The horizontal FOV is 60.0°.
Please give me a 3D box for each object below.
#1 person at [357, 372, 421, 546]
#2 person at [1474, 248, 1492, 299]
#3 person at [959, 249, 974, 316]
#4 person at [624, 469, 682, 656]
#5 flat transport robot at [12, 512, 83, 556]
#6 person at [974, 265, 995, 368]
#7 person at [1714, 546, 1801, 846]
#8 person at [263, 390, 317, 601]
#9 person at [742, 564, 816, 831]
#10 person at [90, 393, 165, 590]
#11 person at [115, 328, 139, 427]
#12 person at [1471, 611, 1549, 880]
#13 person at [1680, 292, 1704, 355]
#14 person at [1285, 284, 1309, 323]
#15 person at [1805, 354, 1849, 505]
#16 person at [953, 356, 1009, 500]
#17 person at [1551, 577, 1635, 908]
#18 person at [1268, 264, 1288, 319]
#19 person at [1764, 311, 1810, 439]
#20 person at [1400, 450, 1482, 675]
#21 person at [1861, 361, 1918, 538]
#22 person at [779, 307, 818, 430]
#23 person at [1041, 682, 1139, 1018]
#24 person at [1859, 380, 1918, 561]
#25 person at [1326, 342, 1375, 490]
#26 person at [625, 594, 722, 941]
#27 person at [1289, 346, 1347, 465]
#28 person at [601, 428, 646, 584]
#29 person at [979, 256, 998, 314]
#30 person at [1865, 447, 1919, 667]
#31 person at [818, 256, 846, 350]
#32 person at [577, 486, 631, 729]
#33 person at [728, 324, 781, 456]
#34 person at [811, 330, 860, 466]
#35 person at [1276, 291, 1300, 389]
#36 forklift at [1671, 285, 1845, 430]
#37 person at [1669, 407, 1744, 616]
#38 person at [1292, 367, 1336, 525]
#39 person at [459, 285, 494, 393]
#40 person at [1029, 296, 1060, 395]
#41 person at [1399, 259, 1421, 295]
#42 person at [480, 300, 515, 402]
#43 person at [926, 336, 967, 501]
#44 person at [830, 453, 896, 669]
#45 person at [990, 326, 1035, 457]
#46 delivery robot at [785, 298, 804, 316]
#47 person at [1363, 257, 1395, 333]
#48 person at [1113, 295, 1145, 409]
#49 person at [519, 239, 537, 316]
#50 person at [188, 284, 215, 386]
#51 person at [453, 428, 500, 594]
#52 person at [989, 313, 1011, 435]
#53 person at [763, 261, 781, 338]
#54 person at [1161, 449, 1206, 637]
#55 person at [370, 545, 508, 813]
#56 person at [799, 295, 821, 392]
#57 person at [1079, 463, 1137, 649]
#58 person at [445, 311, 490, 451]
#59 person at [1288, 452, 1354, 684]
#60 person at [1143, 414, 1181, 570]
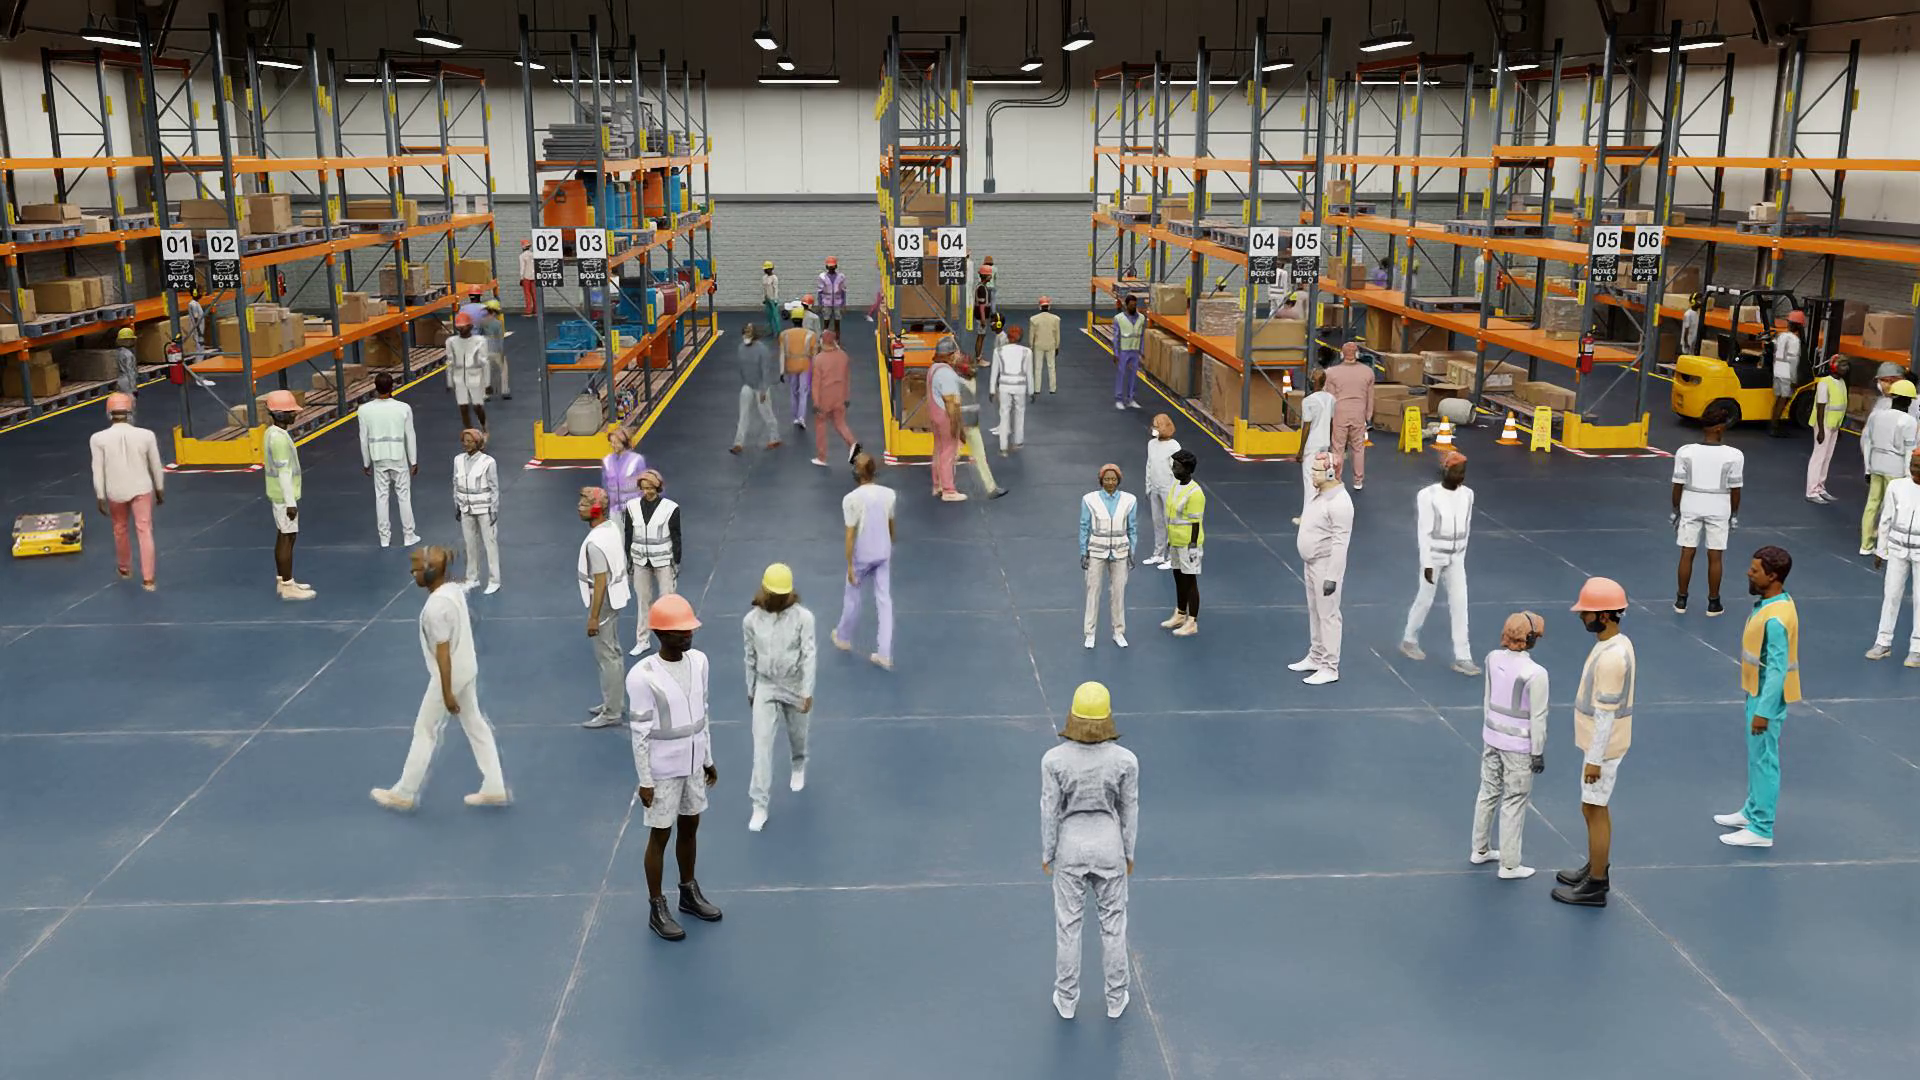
[{"bbox_3d":[-6.255,-0.876,18.241,0.589,1.920,0.392,-2,13,-7],"label":"person"},{"bbox_3d":[13.238,-6.495,42.071,0.401,1.906,0.650,0,13,-2],"label":"person"},{"bbox_3d":[0.156,-6.708,43.325,0.350,1.743,0.563,5,14,21],"label":"person"},{"bbox_3d":[-2.633,0.198,14.289,0.512,1.640,0.309,3,14,12],"label":"person"},{"bbox_3d":[-10.110,-0.091,18.445,0.652,0.197,1.431,-7,15,-26],"label":"flat transport robot"},{"bbox_3d":[0.488,-4.464,33.207,0.412,2.035,0.605,1,13,3],"label":"person"},{"bbox_3d":[5.031,0.976,10.394,0.399,1.920,0.590,5,14,22],"label":"person"},{"bbox_3d":[-6.502,-0.436,16.112,0.393,2.041,0.614,-7,15,-28],"label":"person"},{"bbox_3d":[-1.178,0.955,10.945,0.483,1.698,0.884,0,13,1],"label":"person"},{"bbox_3d":[-8.276,-0.494,16.597,0.642,1.934,1.041,-8,15,-30],"label":"person"},{"bbox_3d":[-12.206,-2.250,24.462,0.343,1.735,0.483,-13,18,-43],"label":"person"},{"bbox_3d":[3.303,1.223,9.968,0.316,1.629,0.508,-5,14,-19],"label":"person"},{"bbox_3d":[12.706,-3.371,28.917,0.325,1.871,0.516,11,17,38],"label":"person"},{"bbox_3d":[7.110,-4.713,35.141,0.512,1.615,0.513,1,13,4],"label":"person"},{"bbox_3d":[10.695,-1.377,20.513,0.564,1.848,0.388,-12,18,-41],"label":"person"},{"bbox_3d":[0.155,-1.364,20.554,0.944,1.799,0.583,11,17,40],"label":"person"},{"bbox_3d":[3.667,1.160,9.612,0.386,1.924,0.548,5,14,21],"label":"person"},{"bbox_3d":[7.300,-5.558,38.166,0.358,1.880,0.575,-9,16,-33],"label":"person"},{"bbox_3d":[12.449,-2.491,25.128,0.529,1.918,0.618,0,13,2],"label":"person"},{"bbox_3d":[4.061,0.163,13.977,0.581,1.853,0.852,-4,14,-18],"label":"person"},{"bbox_3d":[10.276,-0.982,18.427,0.537,2.000,0.768,4,14,15],"label":"person"},{"bbox_3d":[-2.520,-2.688,25.991,0.601,1.892,0.946,0,13,0],"label":"person"},{"bbox_3d":[0.646,1.551,8.332,0.484,1.745,0.307,1,13,3],"label":"person"},{"bbox_3d":[9.876,-0.739,17.658,0.382,1.919,0.584,-5,14,-20],"label":"person"},{"bbox_3d":[4.946,-1.571,21.228,0.638,1.902,0.406,0,13,-1],"label":"person"},{"bbox_3d":[-1.569,1.240,9.227,0.348,1.942,0.548,10,17,36],"label":"person"},{"bbox_3d":[5.016,-1.859,22.970,0.866,1.649,0.546,-1,13,-5],"label":"person"},{"bbox_3d":[-3.299,-0.323,16.526,0.529,1.623,0.468,5,14,20],"label":"person"},{"bbox_3d":[0.729,-6.394,42.255,0.505,1.624,0.289,-6,14,-23],"label":"person"},{"bbox_3d":[8.049,0.133,14.045,0.349,1.881,0.577,-11,17,-40],"label":"person"},{"bbox_3d":[-2.743,-5.080,35.781,0.611,2.042,0.394,-2,14,-10],"label":"person"},{"bbox_3d":[-2.689,0.500,12.558,0.384,1.849,0.569,-1,13,-2],"label":"person"},{"bbox_3d":[-2.940,-2.142,23.667,0.639,1.874,1.031,9,16,33],"label":"person"},{"bbox_3d":[-1.724,-1.926,22.766,0.652,1.884,0.756,-12,18,-41],"label":"person"},{"bbox_3d":[5.982,-3.644,30.291,0.329,1.767,0.528,-11,17,-40],"label":"person"},{"bbox_3d":[12.503,-2.886,26.166,2.313,2.155,1.214,-1,13,-3],"label":"forklift"},{"bbox_3d":[6.966,-0.263,15.552,0.602,1.961,0.371,8,15,30],"label":"person"},{"bbox_3d":[4.099,-1.074,19.238,0.511,1.845,0.341,-10,17,-36],"label":"person"},{"bbox_3d":[-8.586,-3.557,29.577,0.550,1.927,0.381,-1,13,-6],"label":"person"},{"bbox_3d":[1.491,-3.436,29.467,0.563,1.742,0.360,-2,13,-8],"label":"person"},{"bbox_3d":[10.306,-5.586,38.477,0.617,1.789,0.643,6,15,24],"label":"person"},{"bbox_3d":[-8.030,-3.268,28.762,0.550,1.740,0.701,5,14,21],"label":"person"},{"bbox_3d":[-0.127,-1.519,20.701,0.539,2.000,0.689,-5,14,-19],"label":"person"},{"bbox_3d":[-0.815,0.142,14.159,0.520,1.802,0.905,-7,15,-26],"label":"person"},{"bbox_3d":[0.754,-2.151,23.841,0.664,1.821,0.997,2,13,7],"label":"person"},{"bbox_3d":[-4.126,-5.895,42.222,0.707,0.478,0.477,12,18,43],"label":"delivery robot"},{"bbox_3d":[9.868,-5.749,39.137,0.691,1.813,0.434,12,18,40],"label":"person"},{"bbox_3d":[2.825,-3.164,27.938,0.597,1.914,0.372,-6,15,-25],"label":"person"},{"bbox_3d":[-11.228,-6.817,43.241,0.381,1.993,0.622,6,15,25],"label":"person"},{"bbox_3d":[-13.999,-3.778,30.629,0.328,1.876,0.513,-7,15,-28],"label":"person"},{"bbox_3d":[-4.747,-0.289,16.339,0.520,1.645,0.307,5,14,21],"label":"person"},{"bbox_3d":[0.610,-2.539,25.427,0.327,1.860,0.500,-1,13,-5],"label":"person"},{"bbox_3d":[-4.381,-5.555,38.419,0.362,1.759,0.522,-11,17,-39],"label":"person"},{"bbox_3d":[2.014,0.018,14.945,0.319,1.694,0.533,-4,14,-18],"label":"person"},{"bbox_3d":[-3.456,0.912,10.920,0.933,1.802,0.538,1,13,4],"label":"person"},{"bbox_3d":[-2.700,-3.495,29.687,0.572,1.750,0.330,7,15,28],"label":"person"},{"bbox_3d":[1.294,0.135,14.555,0.514,1.641,0.309,-1,13,-6],"label":"person"},{"bbox_3d":[-7.106,-2.304,24.062,0.614,2.023,0.502,0,13,-1],"label":"person"},{"bbox_3d":[2.955,0.223,13.609,0.409,1.909,0.641,-1,13,-6],"label":"person"},{"bbox_3d":[2.110,-0.509,17.317,0.279,1.624,0.494,-9,16,-33],"label":"person"}]
